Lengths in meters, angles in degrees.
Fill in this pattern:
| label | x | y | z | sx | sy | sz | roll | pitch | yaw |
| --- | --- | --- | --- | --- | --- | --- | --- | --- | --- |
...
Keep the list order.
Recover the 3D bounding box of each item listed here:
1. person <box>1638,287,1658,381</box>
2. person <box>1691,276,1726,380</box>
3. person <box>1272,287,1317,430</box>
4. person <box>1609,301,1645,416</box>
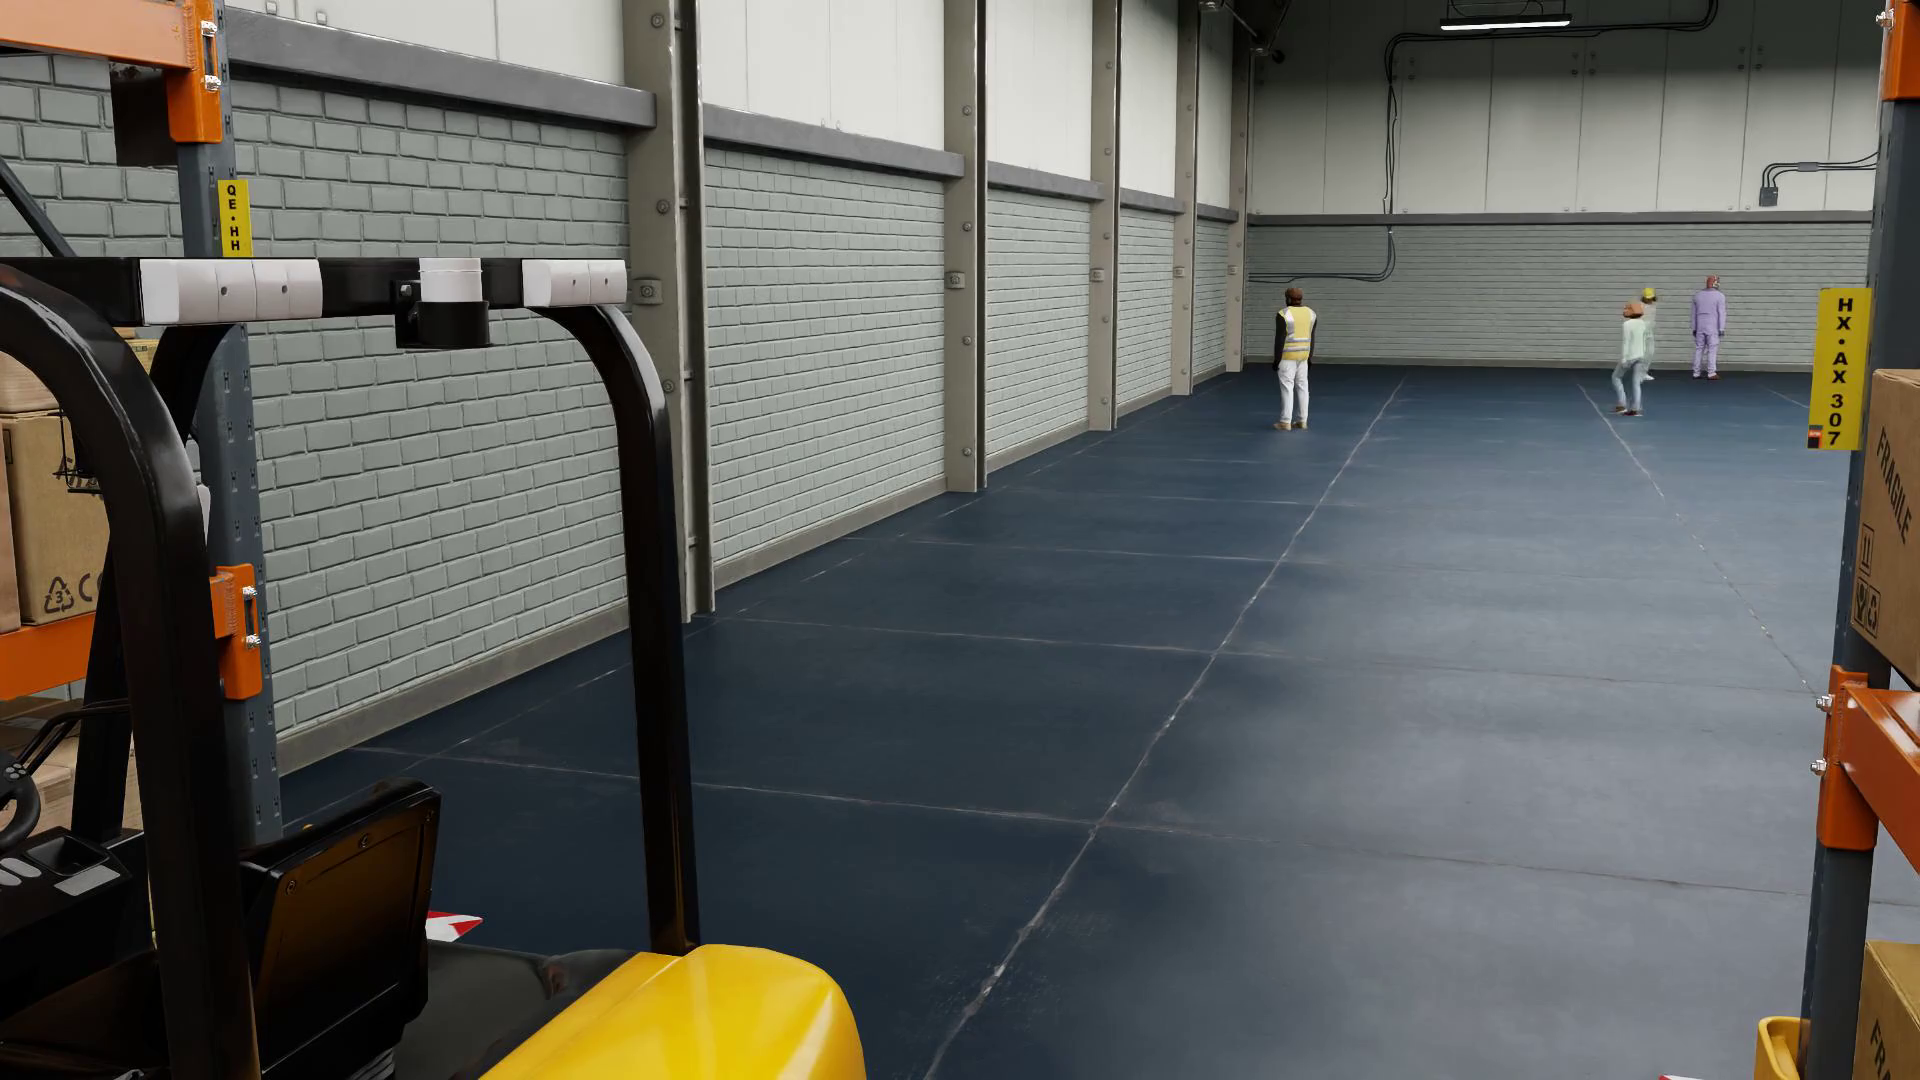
| label | x | y | z | sx | sy | sz | roll | pitch | yaw |
| --- | --- | --- | --- | --- | --- | --- | --- | --- | --- |
| person | 12.363 | -3.704 | 29.996 | 0.519 | 1.701 | 0.449 | -5 | 11 | -30 |
| person | 13.737 | -3.884 | 30.486 | 0.399 | 1.903 | 0.644 | -6 | 11 | -31 |
| person | 4.291 | -2.344 | 21.490 | 0.634 | 1.841 | 0.429 | -5 | 11 | -28 |
| person | 9.396 | -2.552 | 23.405 | 0.518 | 1.616 | 0.512 | -7 | 12 | -35 |
